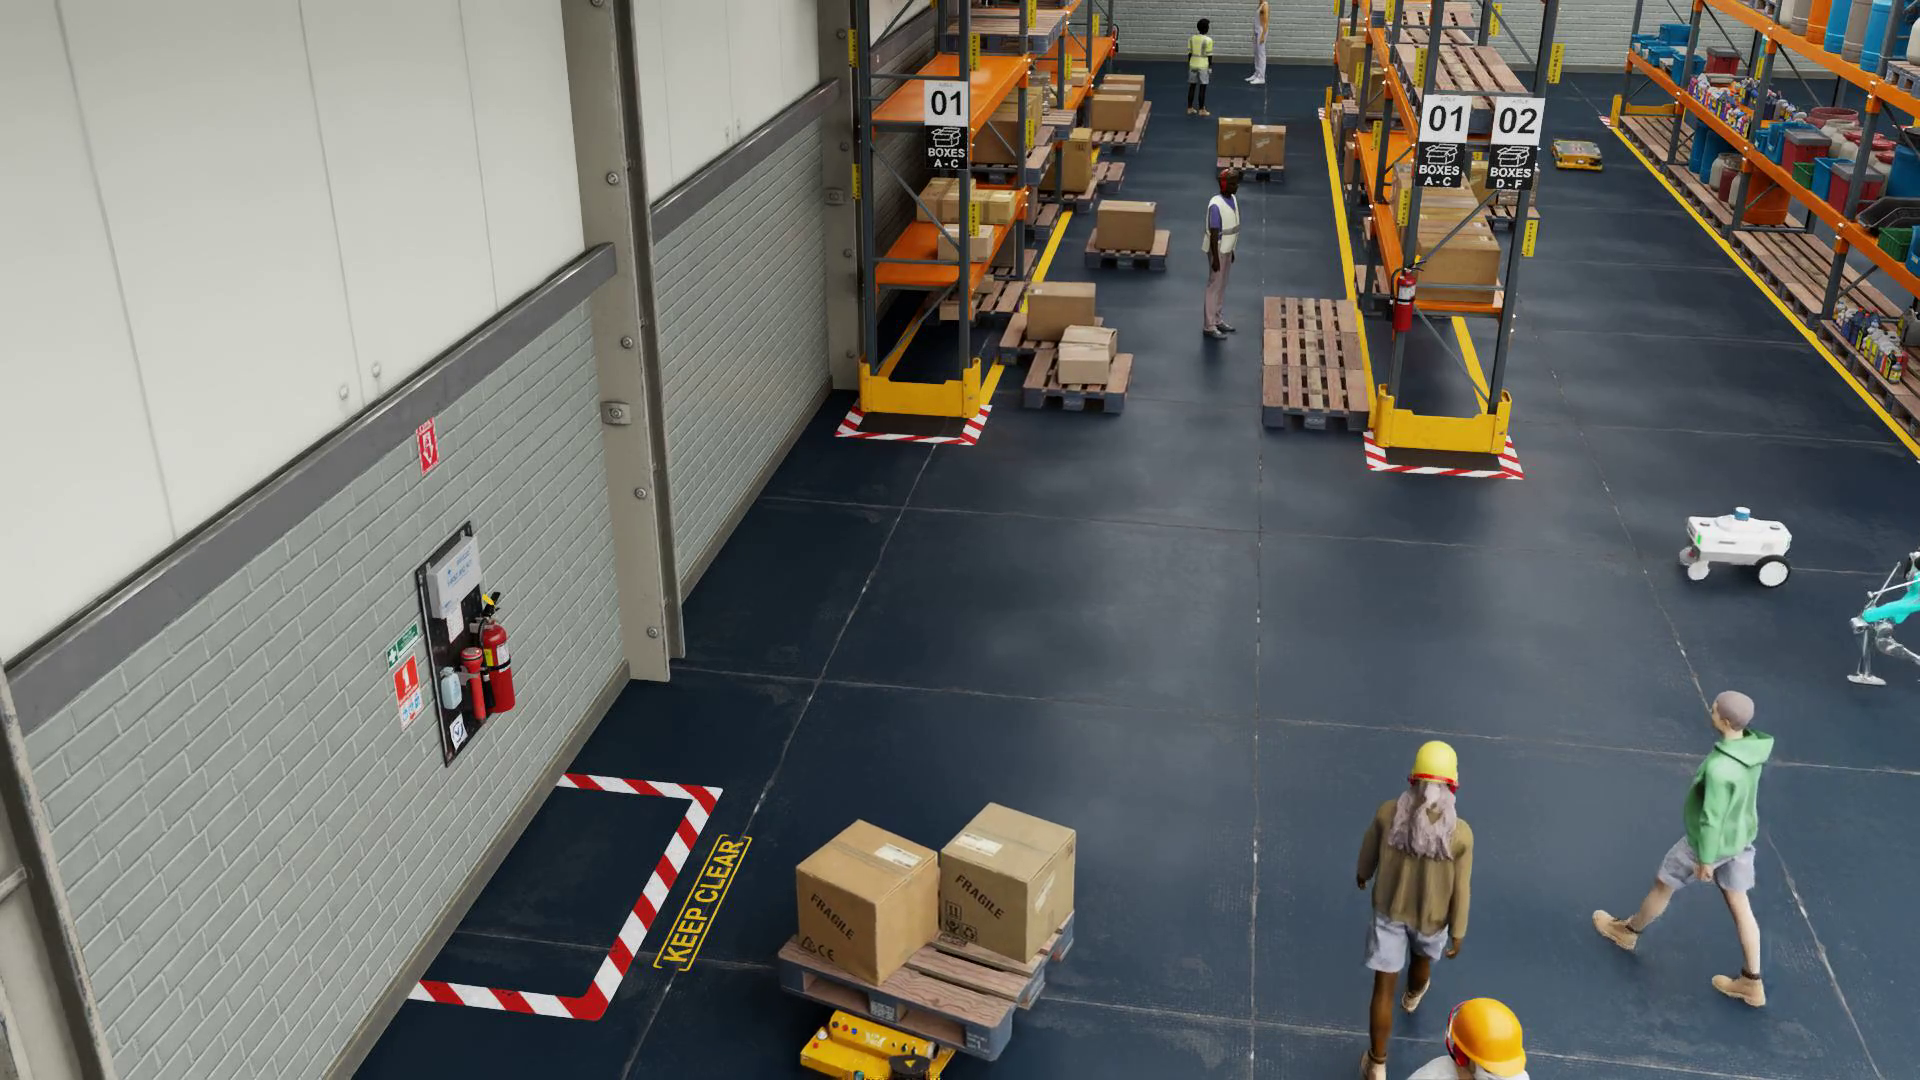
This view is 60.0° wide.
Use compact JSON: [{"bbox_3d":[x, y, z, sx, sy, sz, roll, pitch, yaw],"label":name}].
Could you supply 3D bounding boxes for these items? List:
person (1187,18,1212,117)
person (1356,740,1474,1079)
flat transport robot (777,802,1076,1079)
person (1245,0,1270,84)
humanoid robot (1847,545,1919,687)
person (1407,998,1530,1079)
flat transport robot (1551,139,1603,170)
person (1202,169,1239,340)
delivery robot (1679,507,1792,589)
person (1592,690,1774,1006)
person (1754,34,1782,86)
[{"bbox_3d":[4.295,-8.454,29.766,0.319,1.692,0.537,-21,32,-38],"label":"person"},{"bbox_3d":[2.149,1.736,7.953,0.558,1.705,0.946,11,27,22],"label":"person"},{"bbox_3d":[-0.175,2.269,8.500,0.659,0.231,1.431,12,27,23],"label":"flat transport robot"},{"bbox_3d":[5.881,-9.969,32.810,0.378,1.862,0.530,-3,25,-6],"label":"person"},{"bbox_3d":[6.307,0.271,11.040,0.978,1.733,0.540,2,25,5],"label":"humanoid robot"},{"bbox_3d":[1.830,2.463,6.183,0.571,1.889,0.384,-4,25,-8],"label":"person"},{"bbox_3d":[9.819,-6.132,26.483,0.659,0.231,1.431,6,26,13],"label":"flat transport robot"},{"bbox_3d":[2.858,-3.149,18.234,0.390,1.846,0.565,12,27,23],"label":"person"},{"bbox_3d":[6.058,0.046,12.941,0.812,0.611,0.499,3,25,7],"label":"delivery robot"},{"bbox_3d":[3.808,1.513,8.436,0.463,1.688,0.941,-17,30,-32],"label":"person"},{"bbox_3d":[15.859,-9.805,32.575,0.329,1.767,0.526,-18,30,-33],"label":"person"}]
